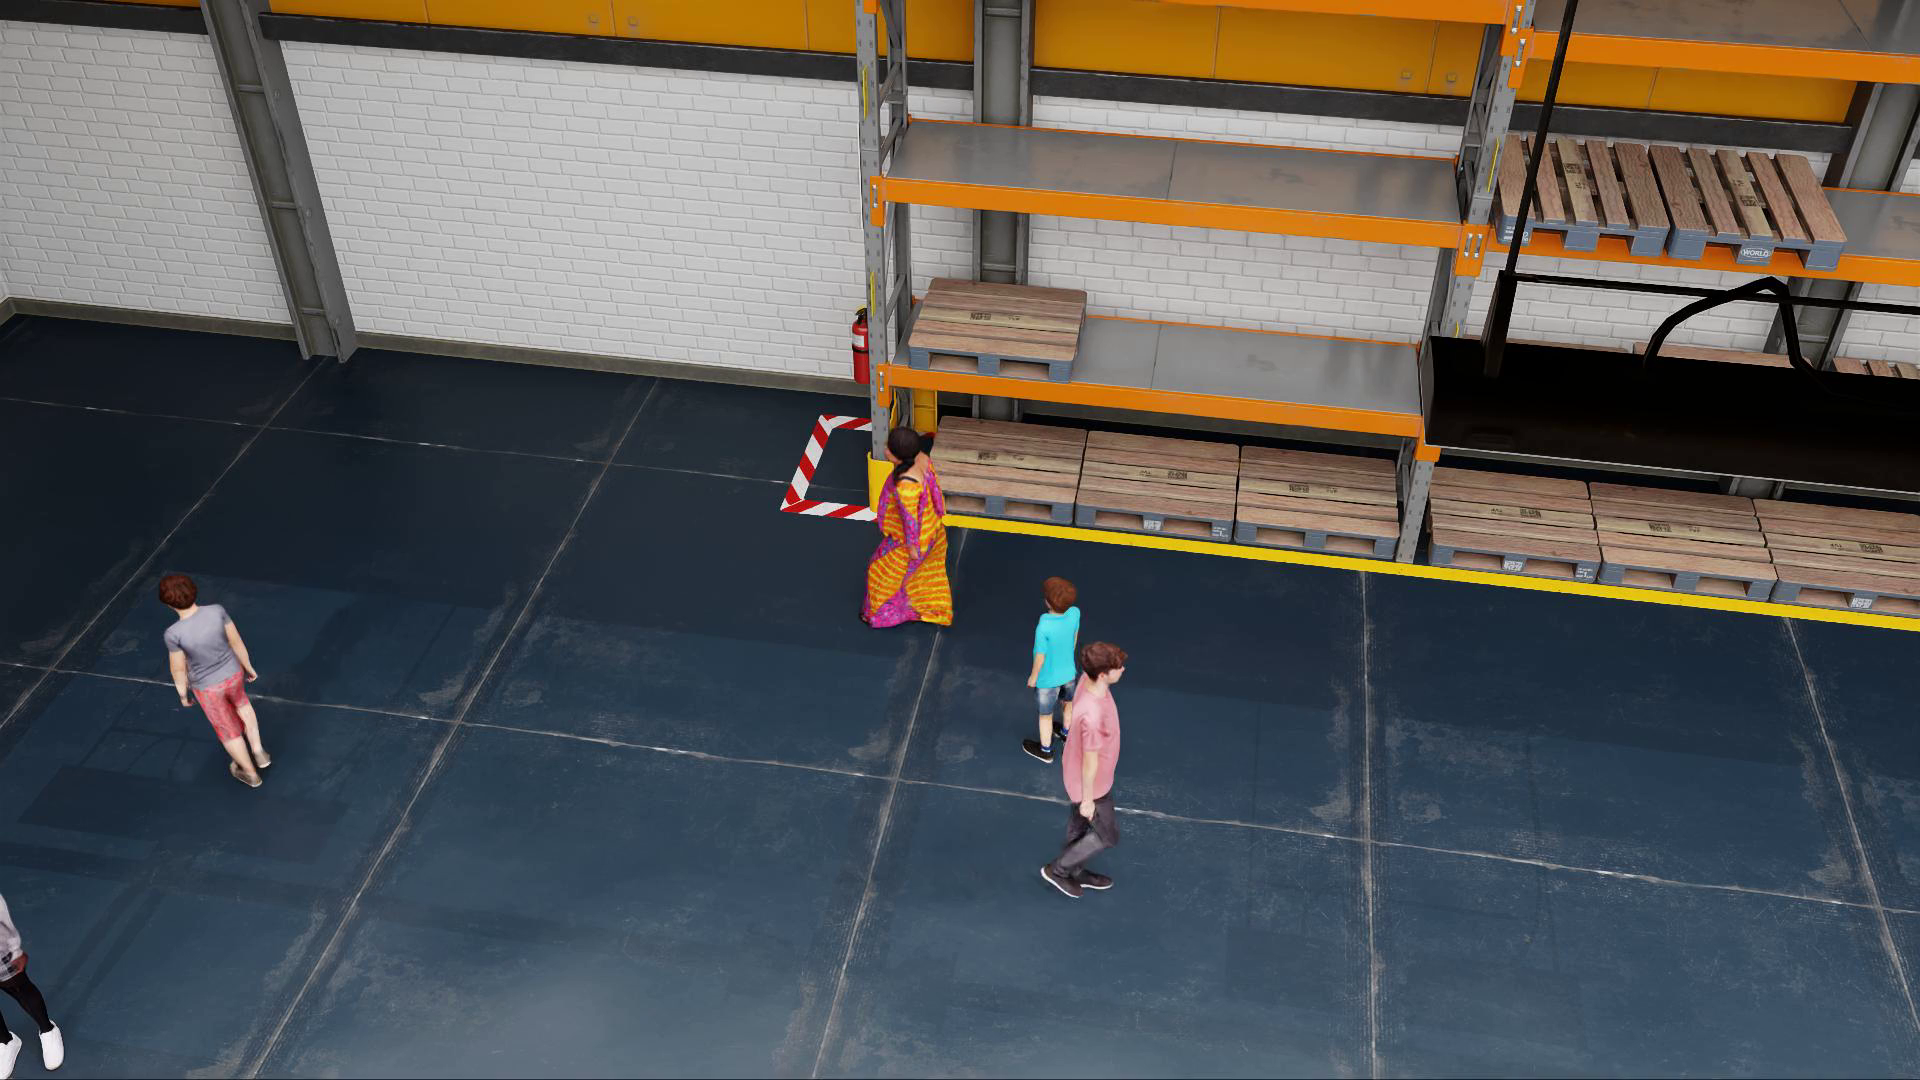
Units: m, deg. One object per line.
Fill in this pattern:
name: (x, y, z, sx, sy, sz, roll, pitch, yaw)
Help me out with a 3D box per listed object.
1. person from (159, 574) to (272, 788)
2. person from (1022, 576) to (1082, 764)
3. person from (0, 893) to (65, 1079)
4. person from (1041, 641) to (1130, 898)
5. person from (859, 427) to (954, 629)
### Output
person: (-4.520, 0.910, 10.228, 0.771, 1.638, 0.728, 30, 47, 32)
person: (0.606, 0.804, 10.511, 0.597, 1.449, 0.641, -29, 47, -31)
person: (-5.096, 2.121, 8.603, 0.635, 1.772, 0.758, -12, 40, -14)
person: (0.643, 1.334, 9.447, 0.728, 1.950, 0.709, 0, 39, 0)
person: (-0.283, -0.067, 11.445, 0.894, 1.646, 0.668, 10, 40, 12)
